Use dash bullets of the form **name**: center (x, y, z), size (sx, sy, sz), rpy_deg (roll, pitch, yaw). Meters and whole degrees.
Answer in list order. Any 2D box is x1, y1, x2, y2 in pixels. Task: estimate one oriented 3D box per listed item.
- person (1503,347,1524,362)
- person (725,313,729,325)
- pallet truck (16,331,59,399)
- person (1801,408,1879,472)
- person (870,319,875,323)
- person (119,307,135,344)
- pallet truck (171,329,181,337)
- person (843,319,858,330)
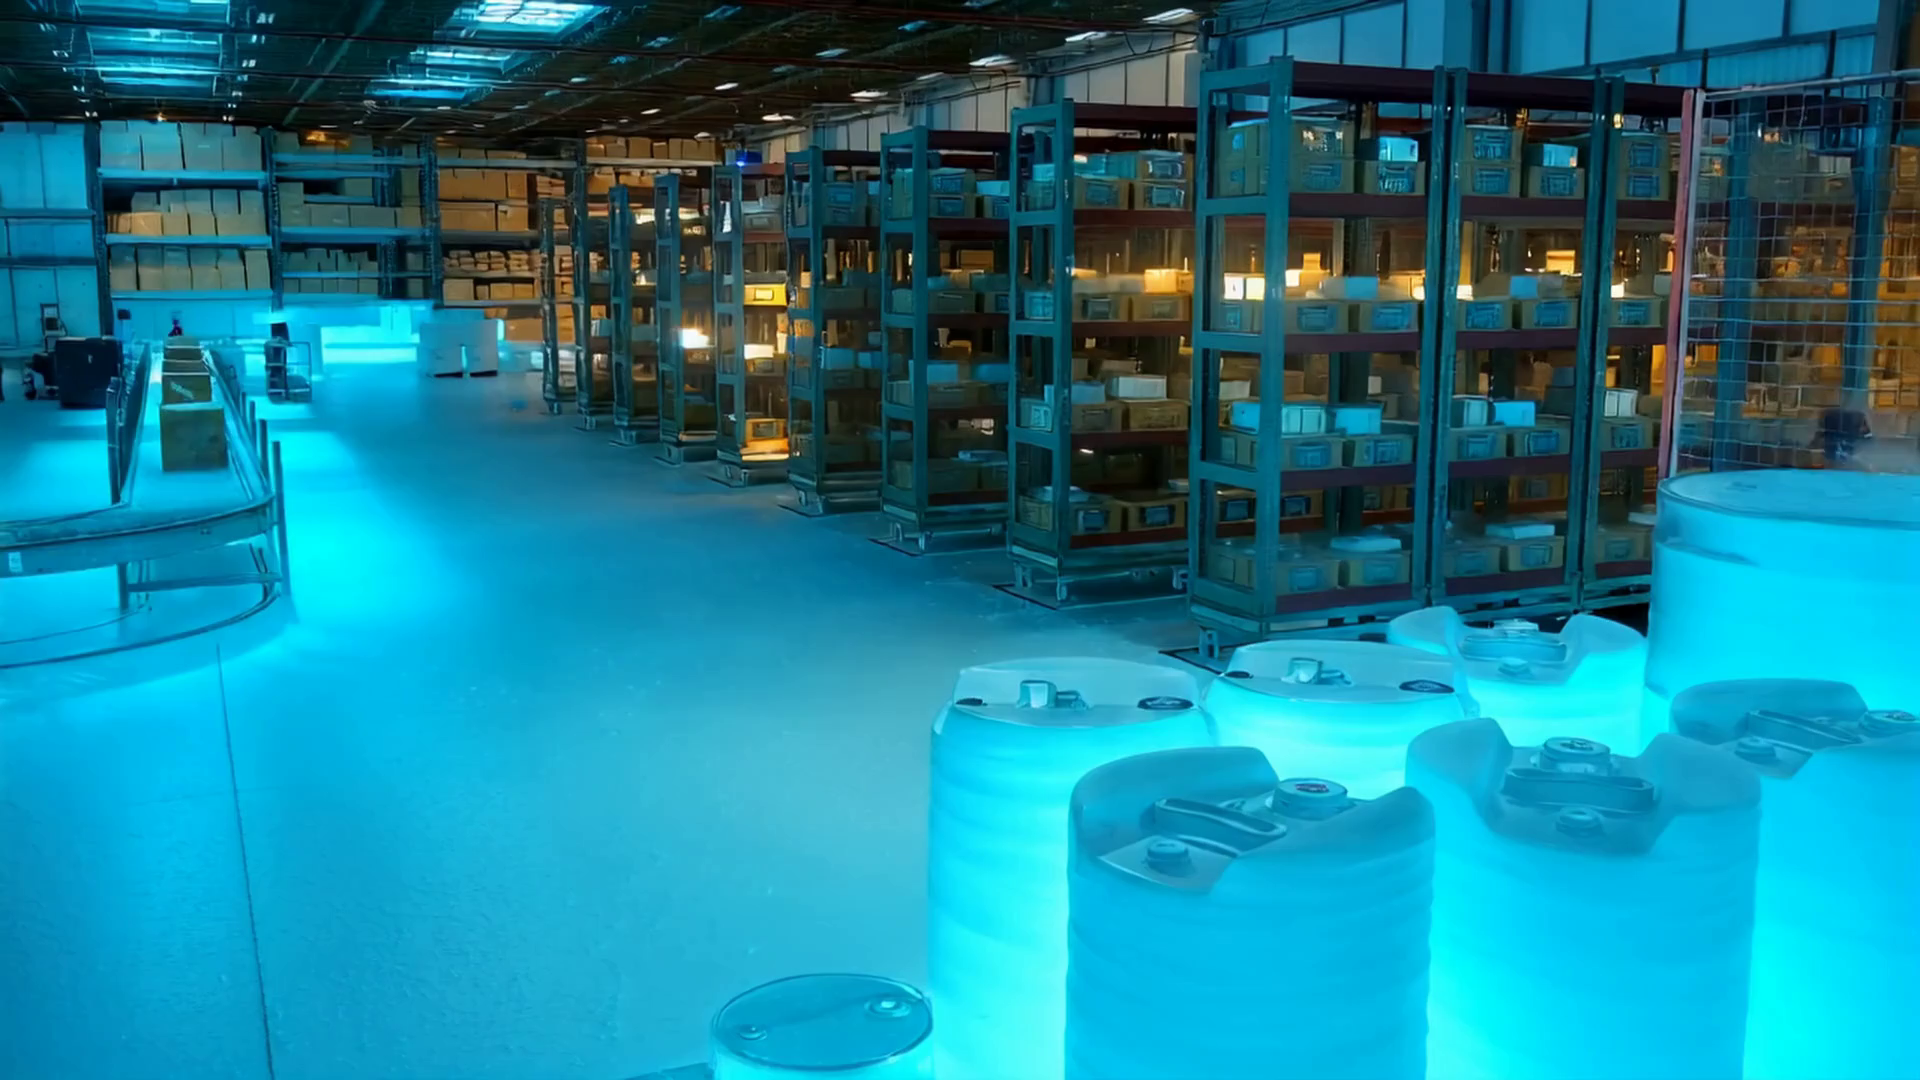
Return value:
- **person**: center (5.322, -1.102, 16.176), size (0.611, 1.834, 0.389), rpy_deg (-6, 11, -31)
- **person**: center (-4.378, -3.636, 31.714), size (0.658, 1.888, 0.552), rpy_deg (9, 13, 44)
- **pallet truck**: center (-17.082, -3.353, 31.781), size (1.630, 1.274, 0.653), rpy_deg (-4, 10, -25)
- **person**: center (4.260, 0.271, 7.844), size (0.949, 1.779, 0.633), rpy_deg (3, 9, 15)
- **person**: center (-2.632, -6.535, 49.540), size (0.623, 1.937, 0.414), rpy_deg (6, 11, 34)
- **person**: center (-18.426, -4.328, 36.797), size (0.509, 1.632, 0.265), rpy_deg (8, 12, 40)
- **pallet truck**: center (-17.275, -3.851, 35.096), size (1.601, 1.201, 0.680), rpy_deg (0, 9, 1)
- **person**: center (-2.235, -3.861, 32.842), size (0.455, 1.980, 0.630), rpy_deg (8, 12, 41)
